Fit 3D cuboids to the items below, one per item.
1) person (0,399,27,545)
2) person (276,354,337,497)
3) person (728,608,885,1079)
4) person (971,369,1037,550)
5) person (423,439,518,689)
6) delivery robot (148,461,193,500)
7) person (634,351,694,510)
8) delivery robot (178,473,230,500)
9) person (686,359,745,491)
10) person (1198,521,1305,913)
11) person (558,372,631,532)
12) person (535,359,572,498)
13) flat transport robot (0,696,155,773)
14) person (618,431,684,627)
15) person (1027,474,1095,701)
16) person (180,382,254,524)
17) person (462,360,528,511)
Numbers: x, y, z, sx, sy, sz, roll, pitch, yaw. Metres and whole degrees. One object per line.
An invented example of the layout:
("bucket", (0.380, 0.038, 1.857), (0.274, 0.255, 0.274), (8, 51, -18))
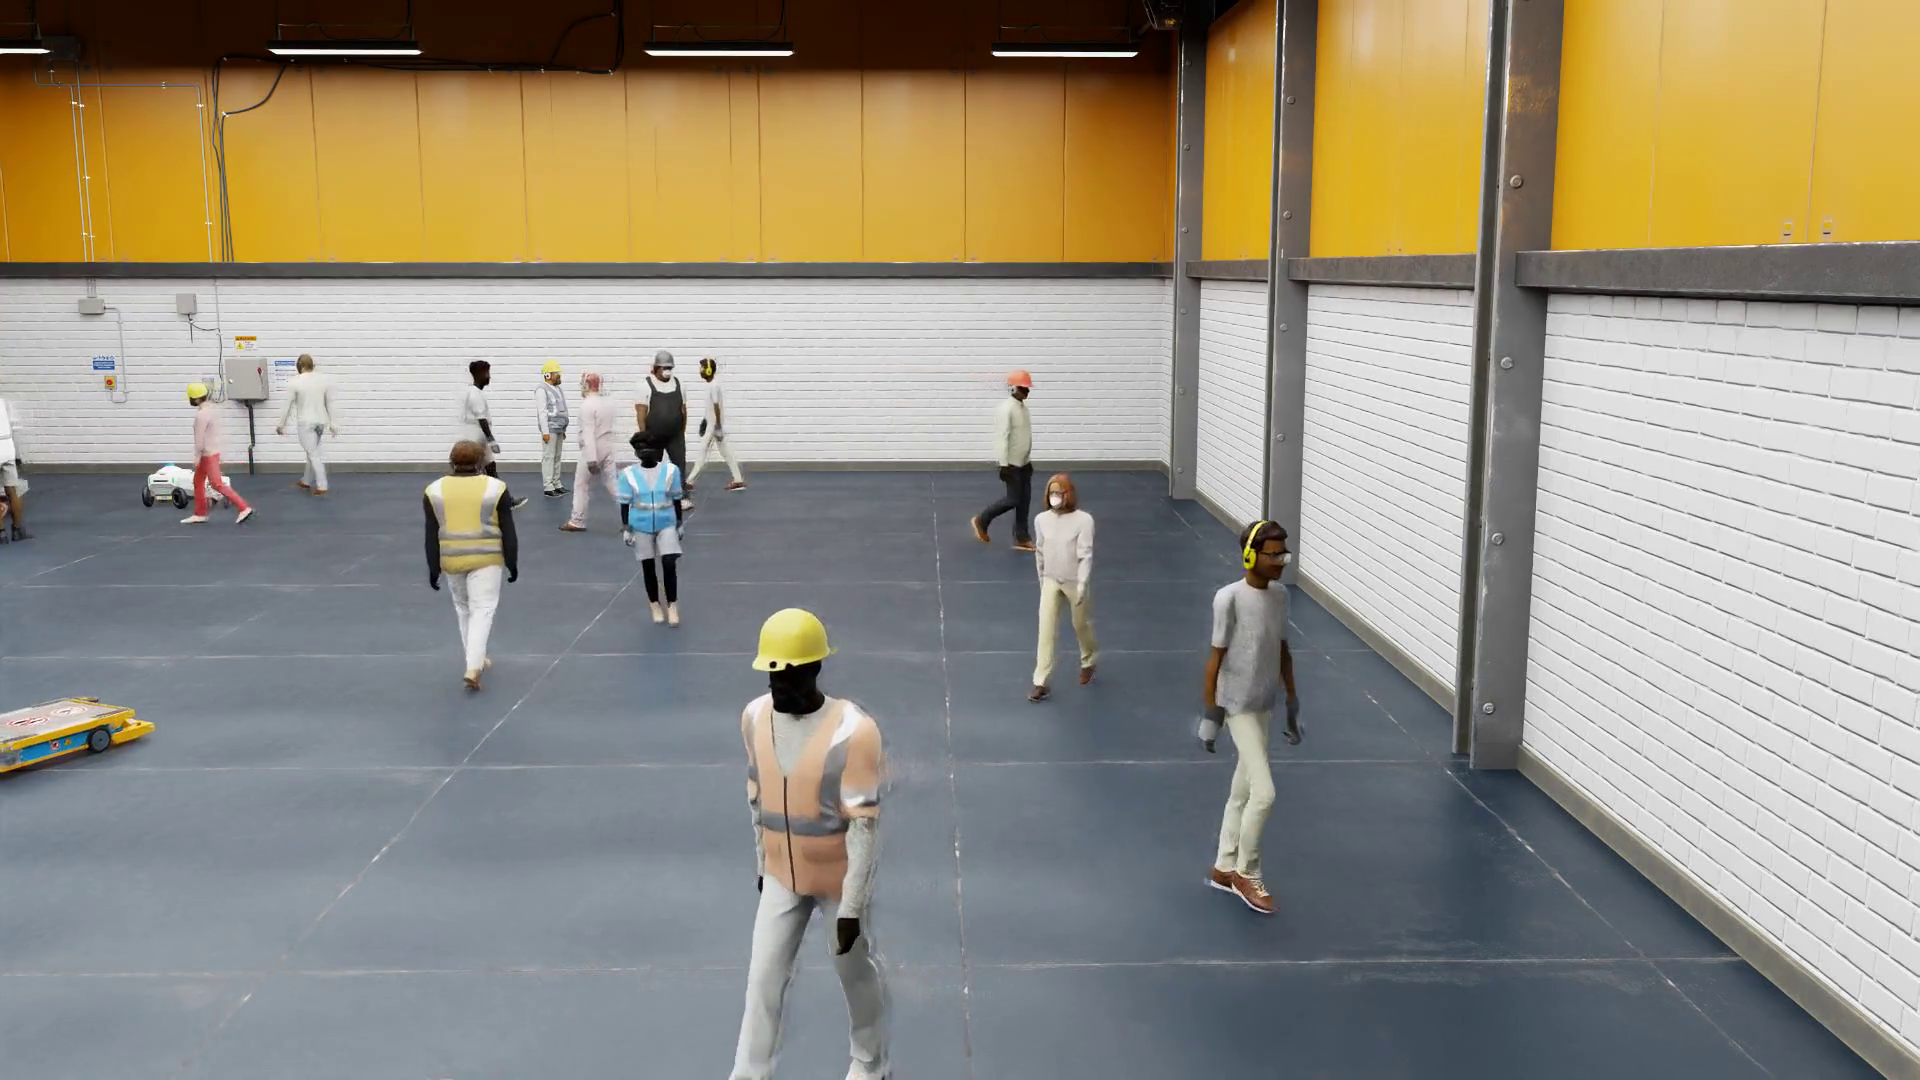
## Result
("person", (-10.655, -0.894, 18.393), (0.383, 1.891, 0.673), (2, 10, 15))
("person", (-8.774, -1.532, 22.278), (0.993, 1.891, 0.648), (5, 11, 30))
("person", (-0.563, 1.170, 5.746), (0.612, 1.874, 0.994), (5, 11, 29))
("person", (0.529, -0.861, 17.934), (0.689, 1.971, 0.622), (4, 10, 24))
("person", (-3.571, 0.166, 12.153), (0.630, 1.805, 0.953), (0, 9, -2))
("delivery robot", (-10.162, -0.772, 21.418), (0.477, 0.478, 0.707), (-1, 9, -5))
("person", (-3.690, -1.372, 20.836), (0.699, 2.000, 0.910), (-5, 10, -27))
("delivery robot", (-9.547, -0.707, 21.014), (0.707, 0.478, 0.477), (6, 11, 35))
("person", (-3.422, -1.564, 22.705), (1.003, 1.811, 0.525), (-1, 9, -6))
("person", (1.442, 0.831, 7.884), (0.528, 1.851, 0.629), (-9, 13, -43))
("person", (-4.145, -1.003, 19.144), (0.981, 1.862, 0.658), (3, 10, 17))
("person", (-5.410, -1.484, 22.148), (0.403, 1.837, 0.591), (2, 9, 9))
("flat transport robot", (-5.814, 1.234, 10.268), (0.652, 0.197, 1.431), (4, 10, 25))
("person", (-2.600, -0.081, 14.039), (0.547, 1.666, 0.649), (-2, 10, -13))
("person", (0.752, 0.311, 11.907), (0.497, 1.589, 0.872), (5, 10, 27))
("person", (-8.856, -1.032, 19.729), (0.818, 1.723, 0.523), (-3, 10, -19))
("person", (-5.878, -1.250, 20.456), (1.008, 1.914, 0.607), (-3, 10, -16))
